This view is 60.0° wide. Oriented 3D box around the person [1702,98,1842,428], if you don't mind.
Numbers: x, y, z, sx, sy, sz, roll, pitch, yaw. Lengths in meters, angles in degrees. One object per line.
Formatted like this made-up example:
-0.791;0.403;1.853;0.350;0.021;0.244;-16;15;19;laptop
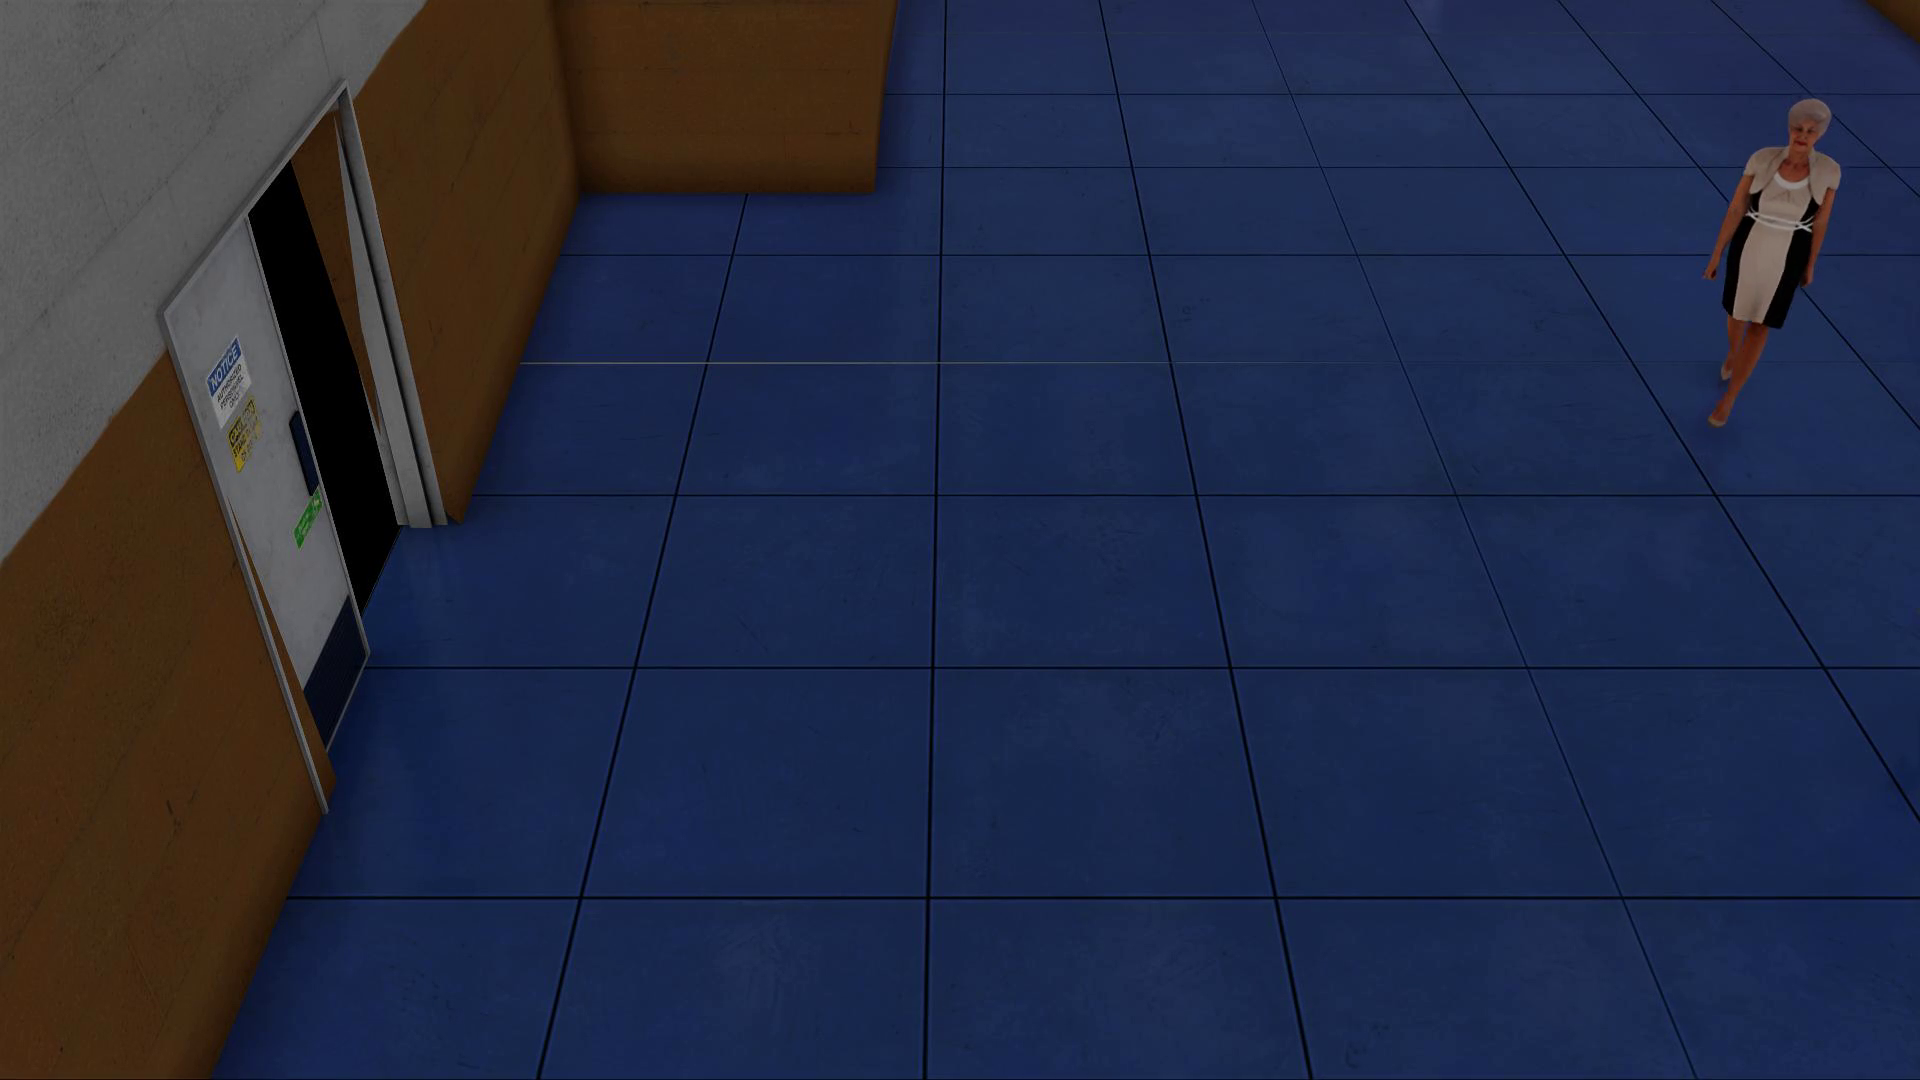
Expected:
4.260;-1.494;8.782;1.141;1.704;1.096;22;42;26;person
